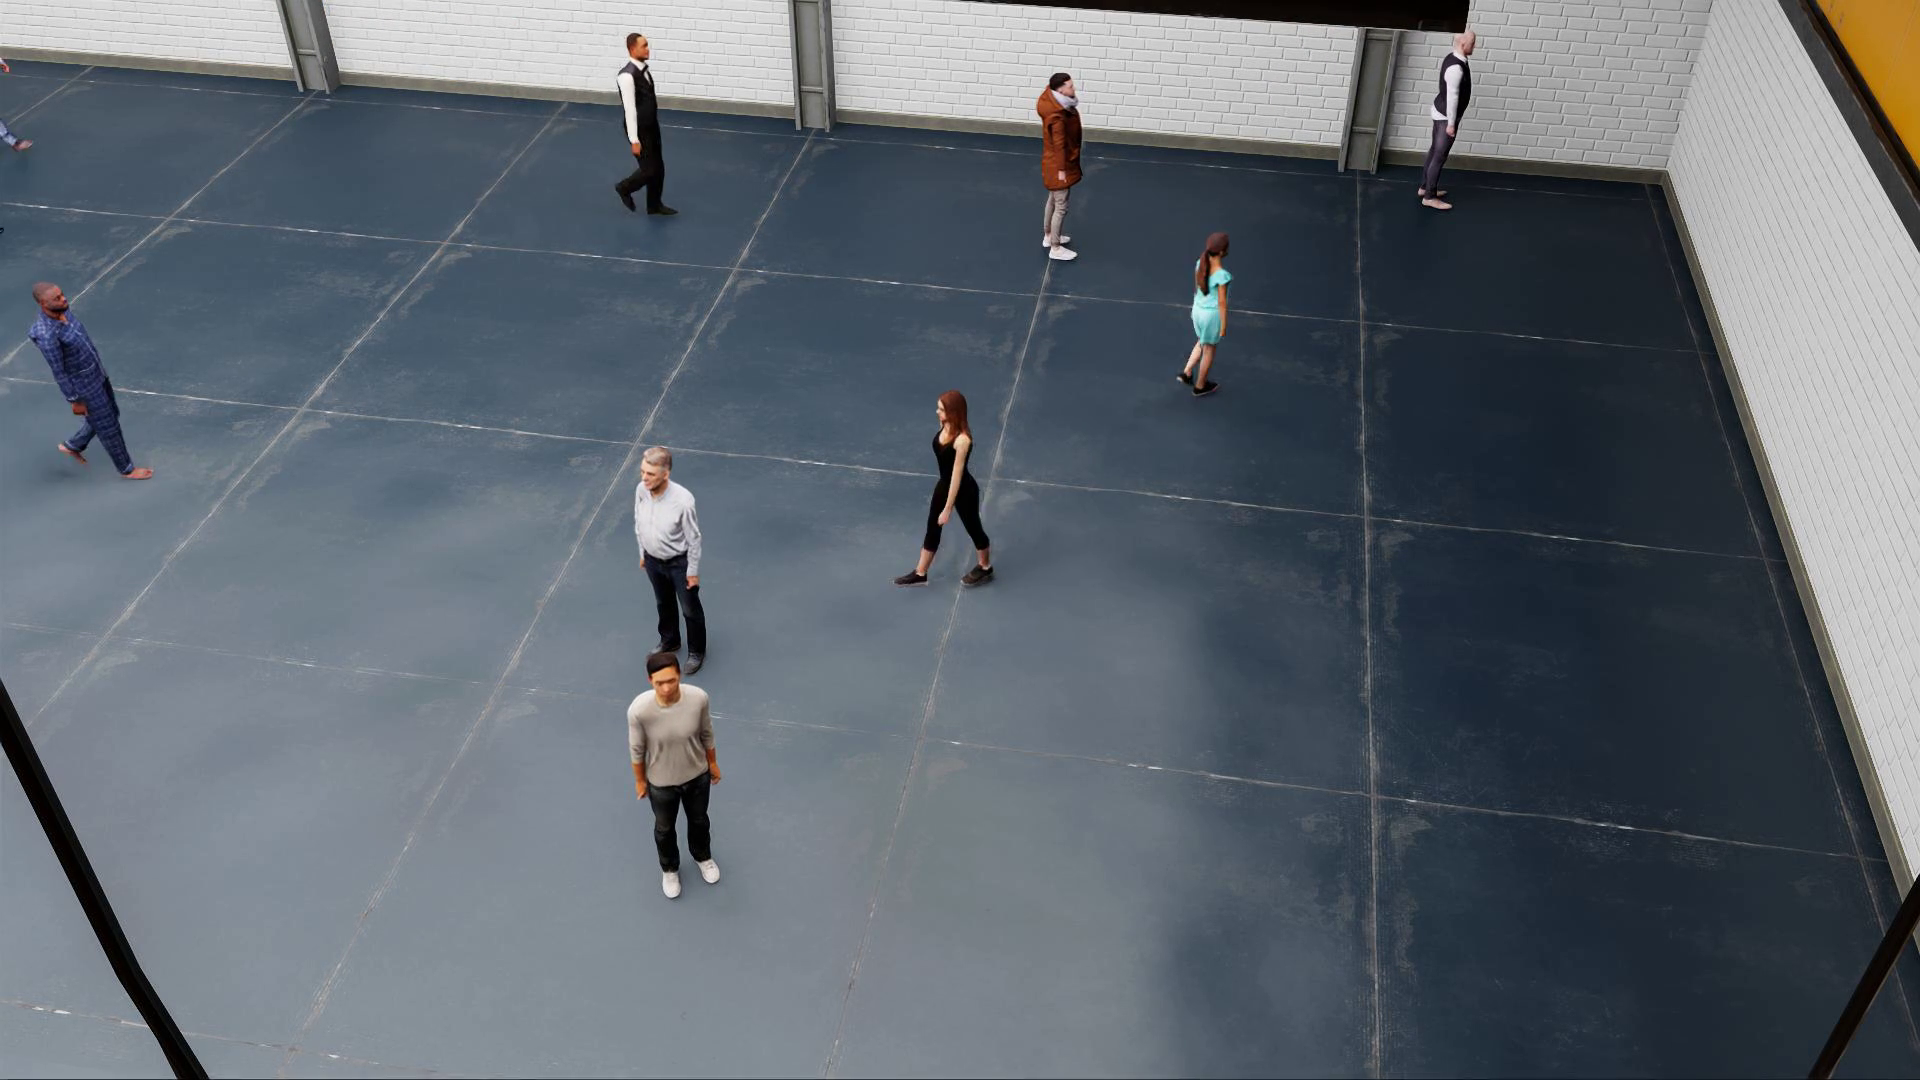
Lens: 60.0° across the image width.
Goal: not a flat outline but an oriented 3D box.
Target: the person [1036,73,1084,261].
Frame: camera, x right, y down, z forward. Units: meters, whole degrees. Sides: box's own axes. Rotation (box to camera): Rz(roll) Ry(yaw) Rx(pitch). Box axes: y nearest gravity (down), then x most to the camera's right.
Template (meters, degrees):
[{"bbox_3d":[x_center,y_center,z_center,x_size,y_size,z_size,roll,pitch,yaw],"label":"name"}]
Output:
[{"bbox_3d":[0.945,-3.591,15.918,0.813,1.839,0.798,-5,39,-6],"label":"person"}]

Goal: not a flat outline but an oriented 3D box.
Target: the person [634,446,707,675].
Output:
[{"bbox_3d":[-1.965,0.116,11.292,0.609,1.820,0.770,18,42,21],"label":"person"}]

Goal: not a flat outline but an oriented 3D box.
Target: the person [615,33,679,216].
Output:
[{"bbox_3d":[-3.229,-4.091,16.493,0.861,1.903,0.732,9,40,12],"label":"person"}]

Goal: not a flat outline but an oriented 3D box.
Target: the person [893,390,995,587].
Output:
[{"bbox_3d":[0.068,-0.358,11.982,1.088,1.699,0.962,-18,42,-22],"label":"person"}]

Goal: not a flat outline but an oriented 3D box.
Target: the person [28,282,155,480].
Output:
[{"bbox_3d":[-6.908,-1.228,12.982,0.994,1.811,0.839,-5,39,-6],"label":"person"}]

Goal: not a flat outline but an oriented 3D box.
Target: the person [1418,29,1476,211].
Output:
[{"bbox_3d":[4.909,-4.254,16.759,0.594,1.826,0.691,4,39,5],"label":"person"}]

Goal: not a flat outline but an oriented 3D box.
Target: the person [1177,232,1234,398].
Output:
[{"bbox_3d":[2.037,-1.877,14.003,0.776,1.551,0.714,-22,43,-25],"label":"person"}]

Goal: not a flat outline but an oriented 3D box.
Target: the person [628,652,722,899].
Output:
[{"bbox_3d":[-1.668,1.344,9.761,0.682,1.811,0.799,-14,41,-17],"label":"person"}]
